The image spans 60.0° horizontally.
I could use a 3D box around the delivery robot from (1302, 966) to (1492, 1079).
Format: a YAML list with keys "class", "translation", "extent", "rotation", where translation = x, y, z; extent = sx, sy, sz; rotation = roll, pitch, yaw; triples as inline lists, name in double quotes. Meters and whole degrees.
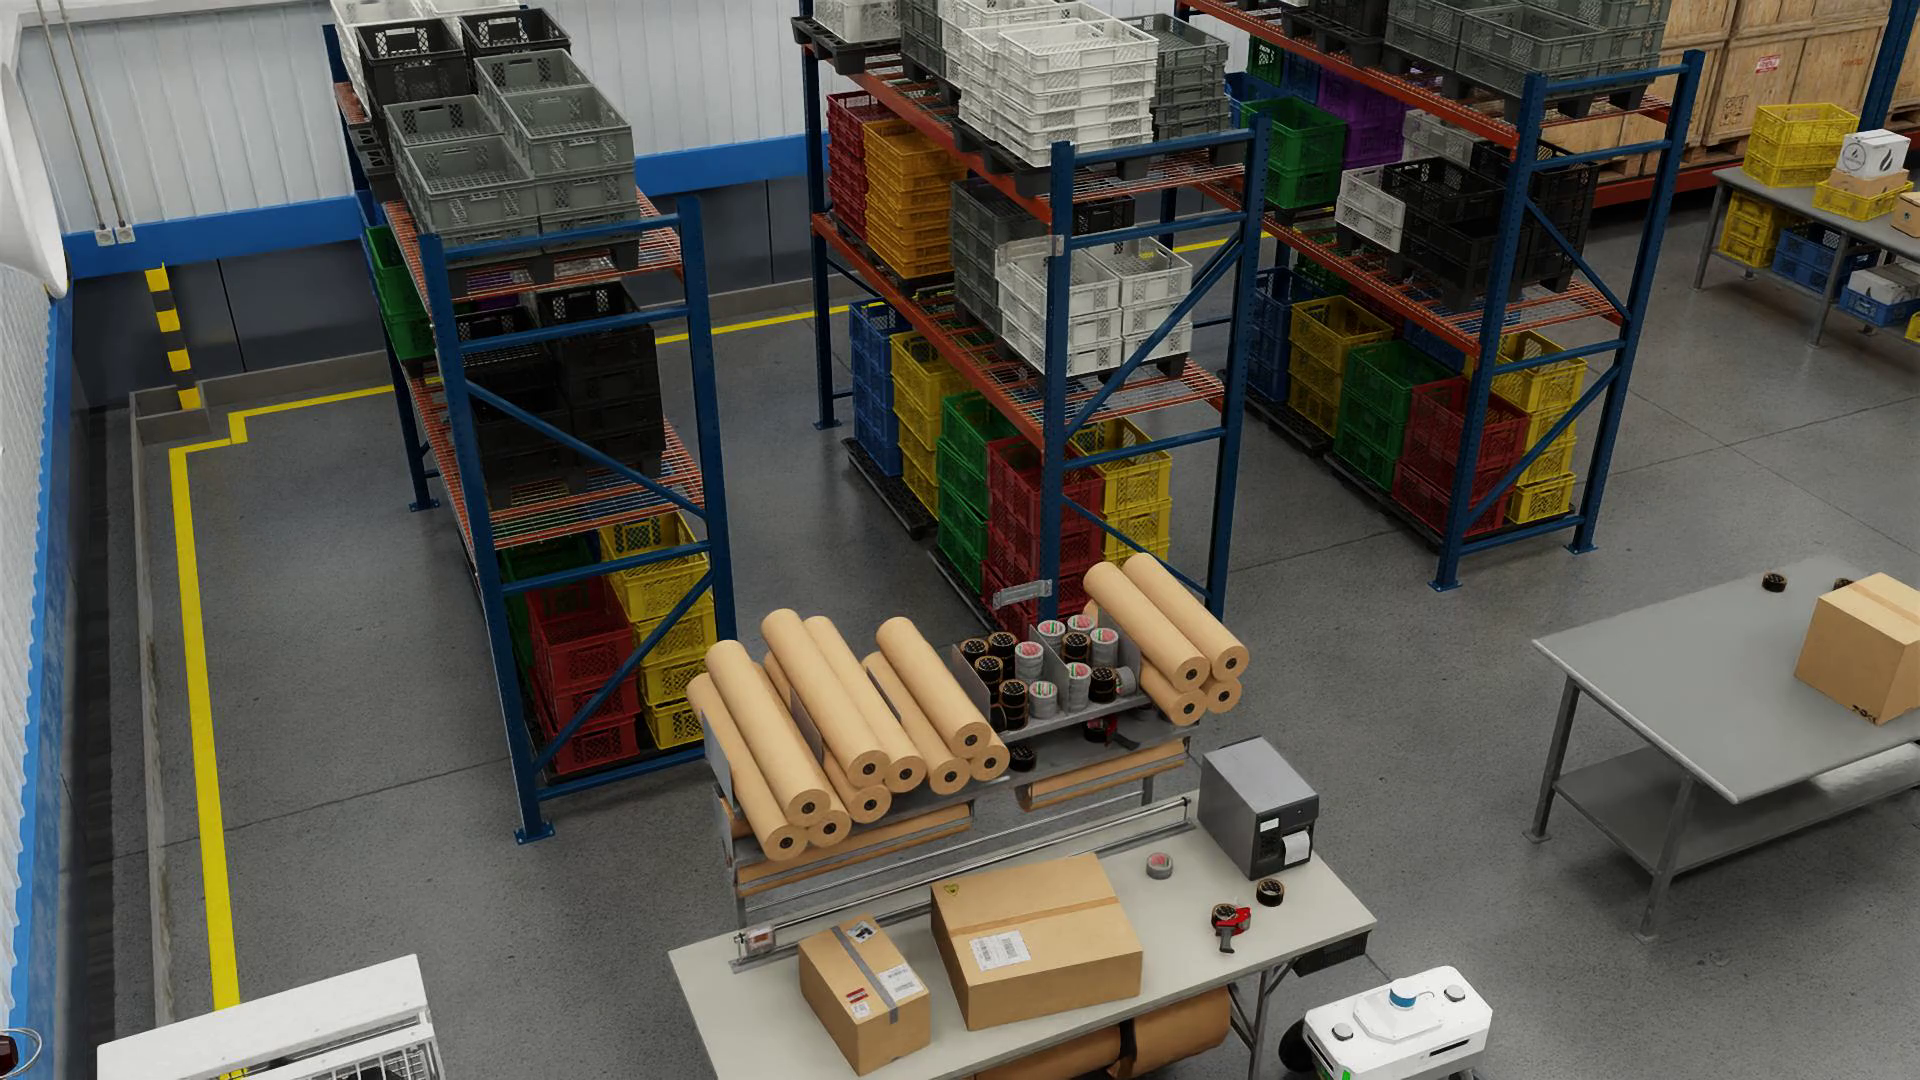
- class: "delivery robot"
  translation: [1.700, 1.915, 6.480]
  extent: [0.707, 0.478, 0.477]
  rotation: [-12, 34, -19]

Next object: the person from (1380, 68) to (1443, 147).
- class: "person"
  translation: [3.664, -3.387, 13.877]
  extent: [0.367, 1.933, 0.627]
  rotation: [-24, 39, -34]
